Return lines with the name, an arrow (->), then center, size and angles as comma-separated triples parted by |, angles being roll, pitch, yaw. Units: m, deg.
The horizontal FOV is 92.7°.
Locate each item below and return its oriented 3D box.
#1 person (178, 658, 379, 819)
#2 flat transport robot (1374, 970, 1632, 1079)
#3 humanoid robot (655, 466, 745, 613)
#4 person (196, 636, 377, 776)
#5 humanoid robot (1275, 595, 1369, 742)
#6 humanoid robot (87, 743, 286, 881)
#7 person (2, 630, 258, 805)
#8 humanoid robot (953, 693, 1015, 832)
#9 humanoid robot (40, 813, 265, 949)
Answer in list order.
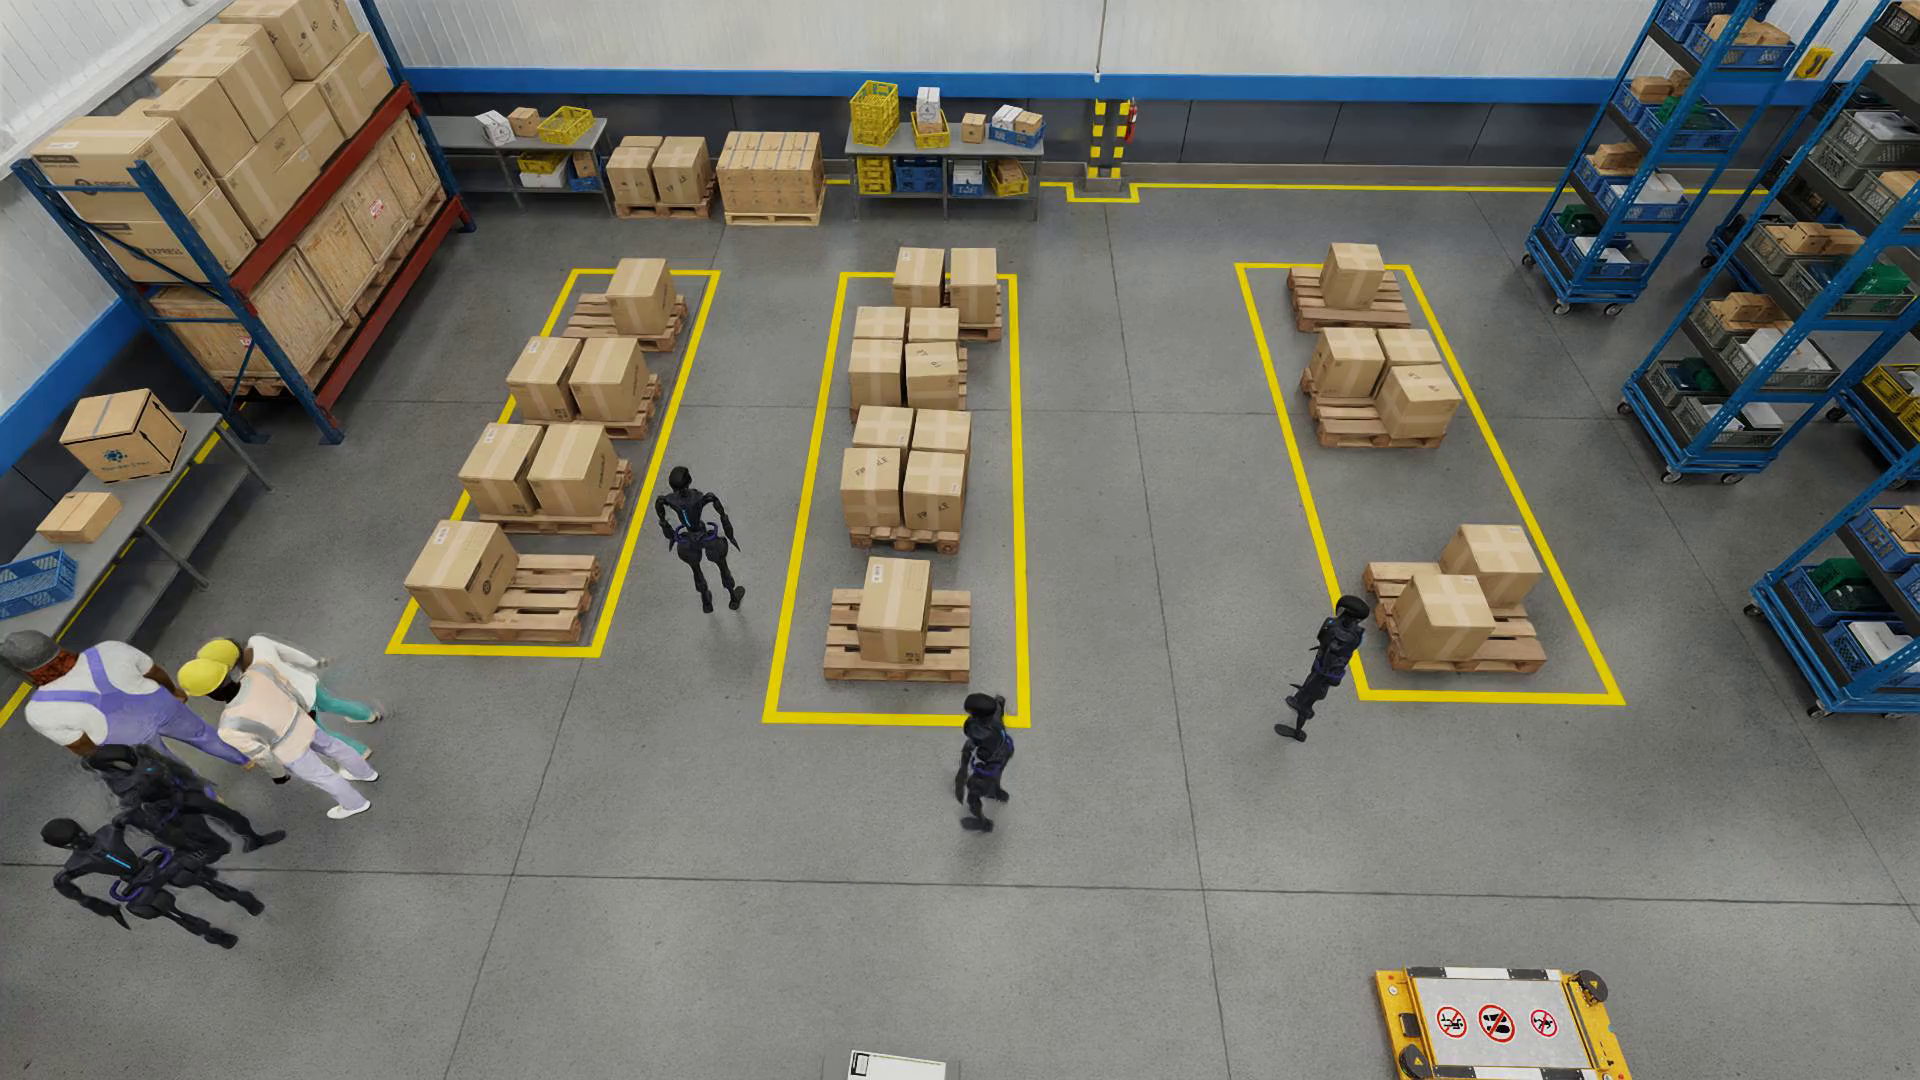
person -> -4.636, 1.364, 6.309 | 0.370, 1.920, 0.584 | -4, 51, -3
flat transport robot -> 3.501, 3.133, 5.914 | 1.431, 0.197, 0.652 | 1, 51, 1
humanoid robot -> -2.143, 0.000, 7.568 | 0.596, 1.657, 0.323 | -5, 51, -4
person -> -4.821, 1.145, 6.620 | 0.356, 1.729, 0.614 | -16, 53, -13
humanoid robot -> 2.682, 0.947, 6.796 | 0.318, 1.657, 0.612 | 26, 55, 19
humanoid robot -> -5.264, 1.815, 6.104 | 0.496, 1.642, 0.603 | -17, 53, -13
person -> -5.752, 1.236, 6.336 | 0.536, 2.000, 0.682 | 16, 53, 13
humanoid robot -> 0.178, 1.476, 6.366 | 0.381, 1.645, 0.704 | 23, 55, 18
humanoid robot -> -5.123, 2.156, 5.816 | 0.324, 1.653, 0.573 | 17, 53, 13
